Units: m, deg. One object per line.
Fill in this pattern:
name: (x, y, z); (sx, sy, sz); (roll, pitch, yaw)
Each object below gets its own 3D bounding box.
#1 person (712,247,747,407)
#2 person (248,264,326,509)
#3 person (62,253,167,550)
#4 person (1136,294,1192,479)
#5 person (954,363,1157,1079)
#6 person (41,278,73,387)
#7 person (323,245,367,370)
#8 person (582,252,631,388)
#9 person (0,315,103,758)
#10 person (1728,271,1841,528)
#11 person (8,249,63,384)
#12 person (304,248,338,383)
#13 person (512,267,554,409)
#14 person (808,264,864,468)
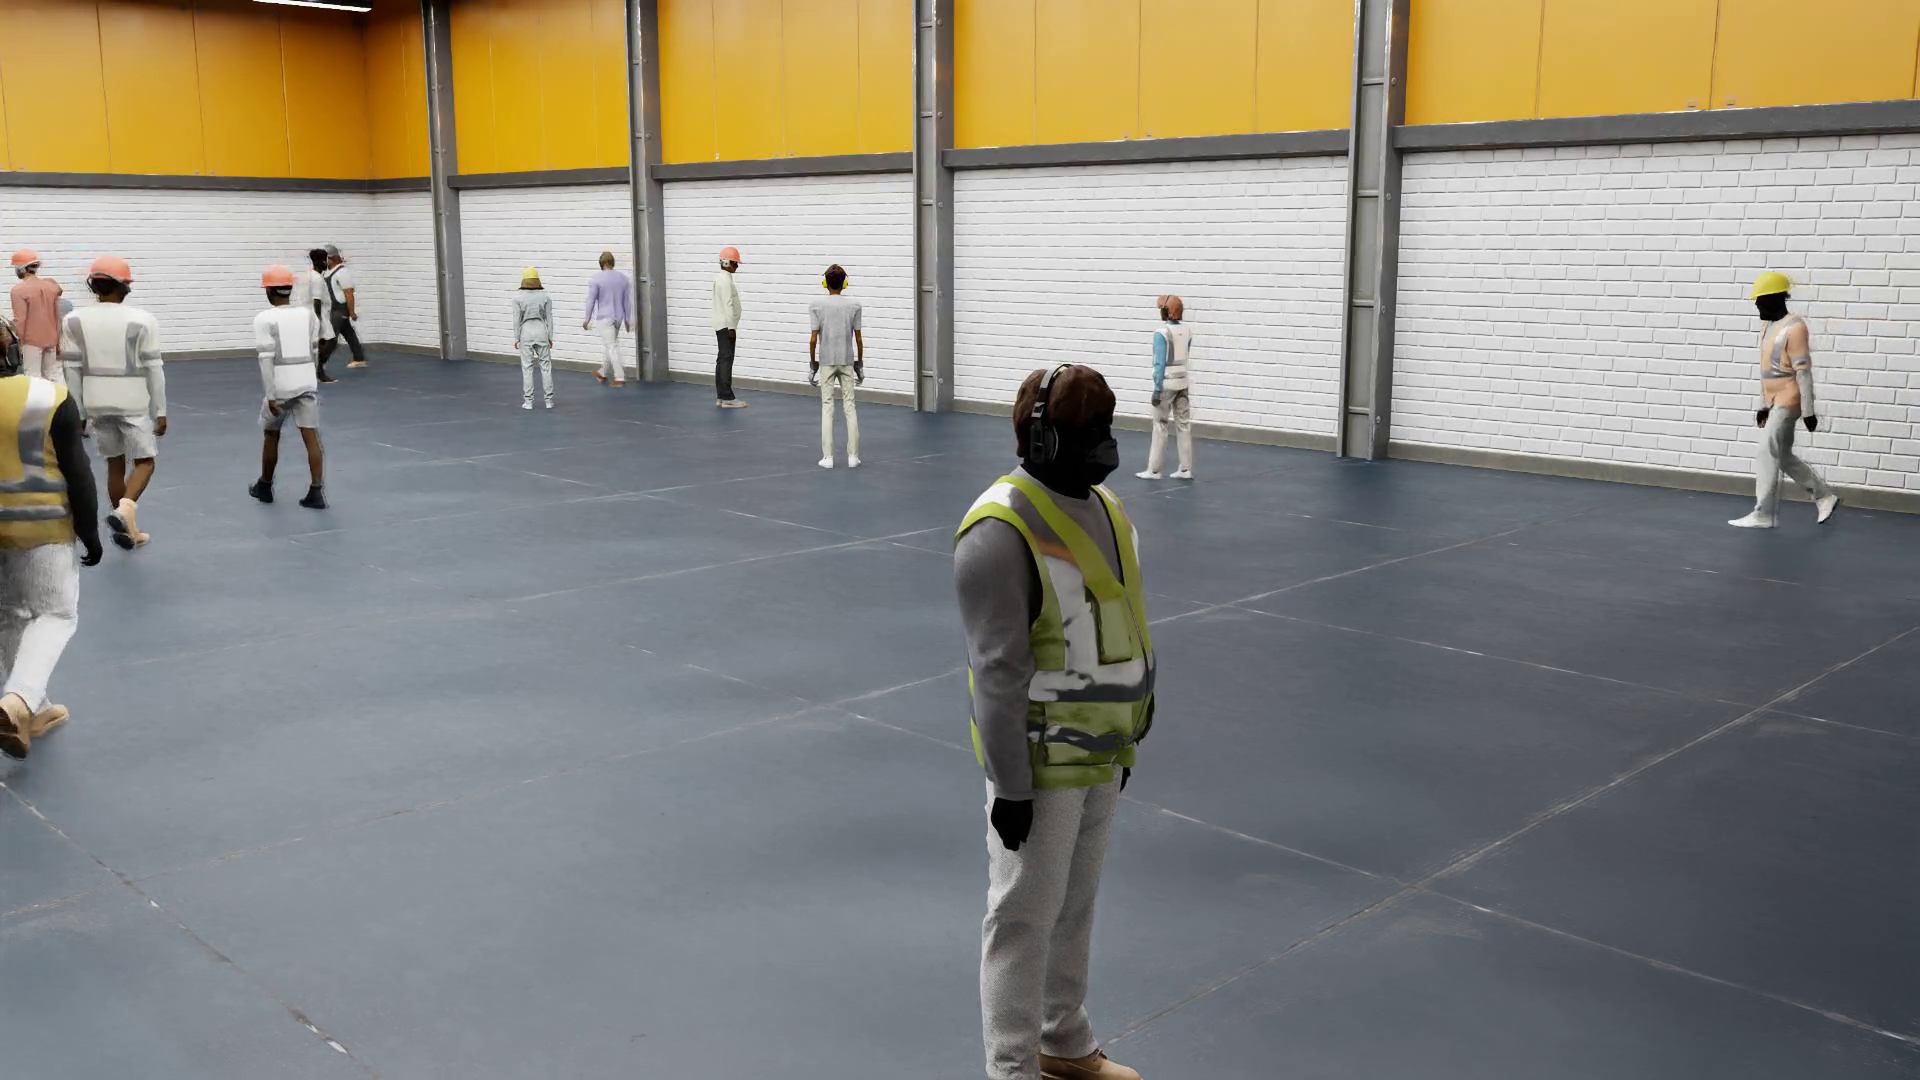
person: (-2.882, -2.644, 20.714); (0.393, 1.985, 0.611); (-3, 11, -18)
person: (-5.341, -1.208, 13.129); (0.945, 1.894, 0.555); (9, 14, 41)
person: (-5.637, -0.895, 11.097); (0.607, 2.024, 0.678); (-1, 10, -7)
person: (1.825, -1.332, 14.541); (0.354, 1.637, 0.526); (9, 14, 42)
person: (0.243, 0.508, 3.922); (0.429, 1.844, 0.625); (6, 12, 28)
person: (-10.961, -2.368, 20.216); (0.309, 1.624, 0.497); (4, 11, 23)
person: (-9.978, -3.735, 26.513); (1.046, 2.000, 0.693); (-8, 13, -36)
person: (-5.033, -3.116, 23.549); (0.991, 1.892, 0.636); (9, 13, 39)
person: (-3.907, -0.016, 6.845); (0.631, 1.823, 0.781); (-1, 10, -5)
person: (6.084, -1.009, 12.095); (0.764, 1.883, 0.593); (2, 11, 12)
person: (-9.860, -2.096, 17.760); (0.413, 1.986, 0.655); (2, 11, 11)
person: (-9.221, -3.215, 23.929); (0.442, 1.952, 0.607); (-6, 12, -31)
person: (-5.276, -2.492, 20.559); (0.488, 1.738, 0.322); (-4, 11, -21)
person: (-1.143, -1.596, 15.315); (0.516, 1.871, 0.325); (-2, 11, -9)
